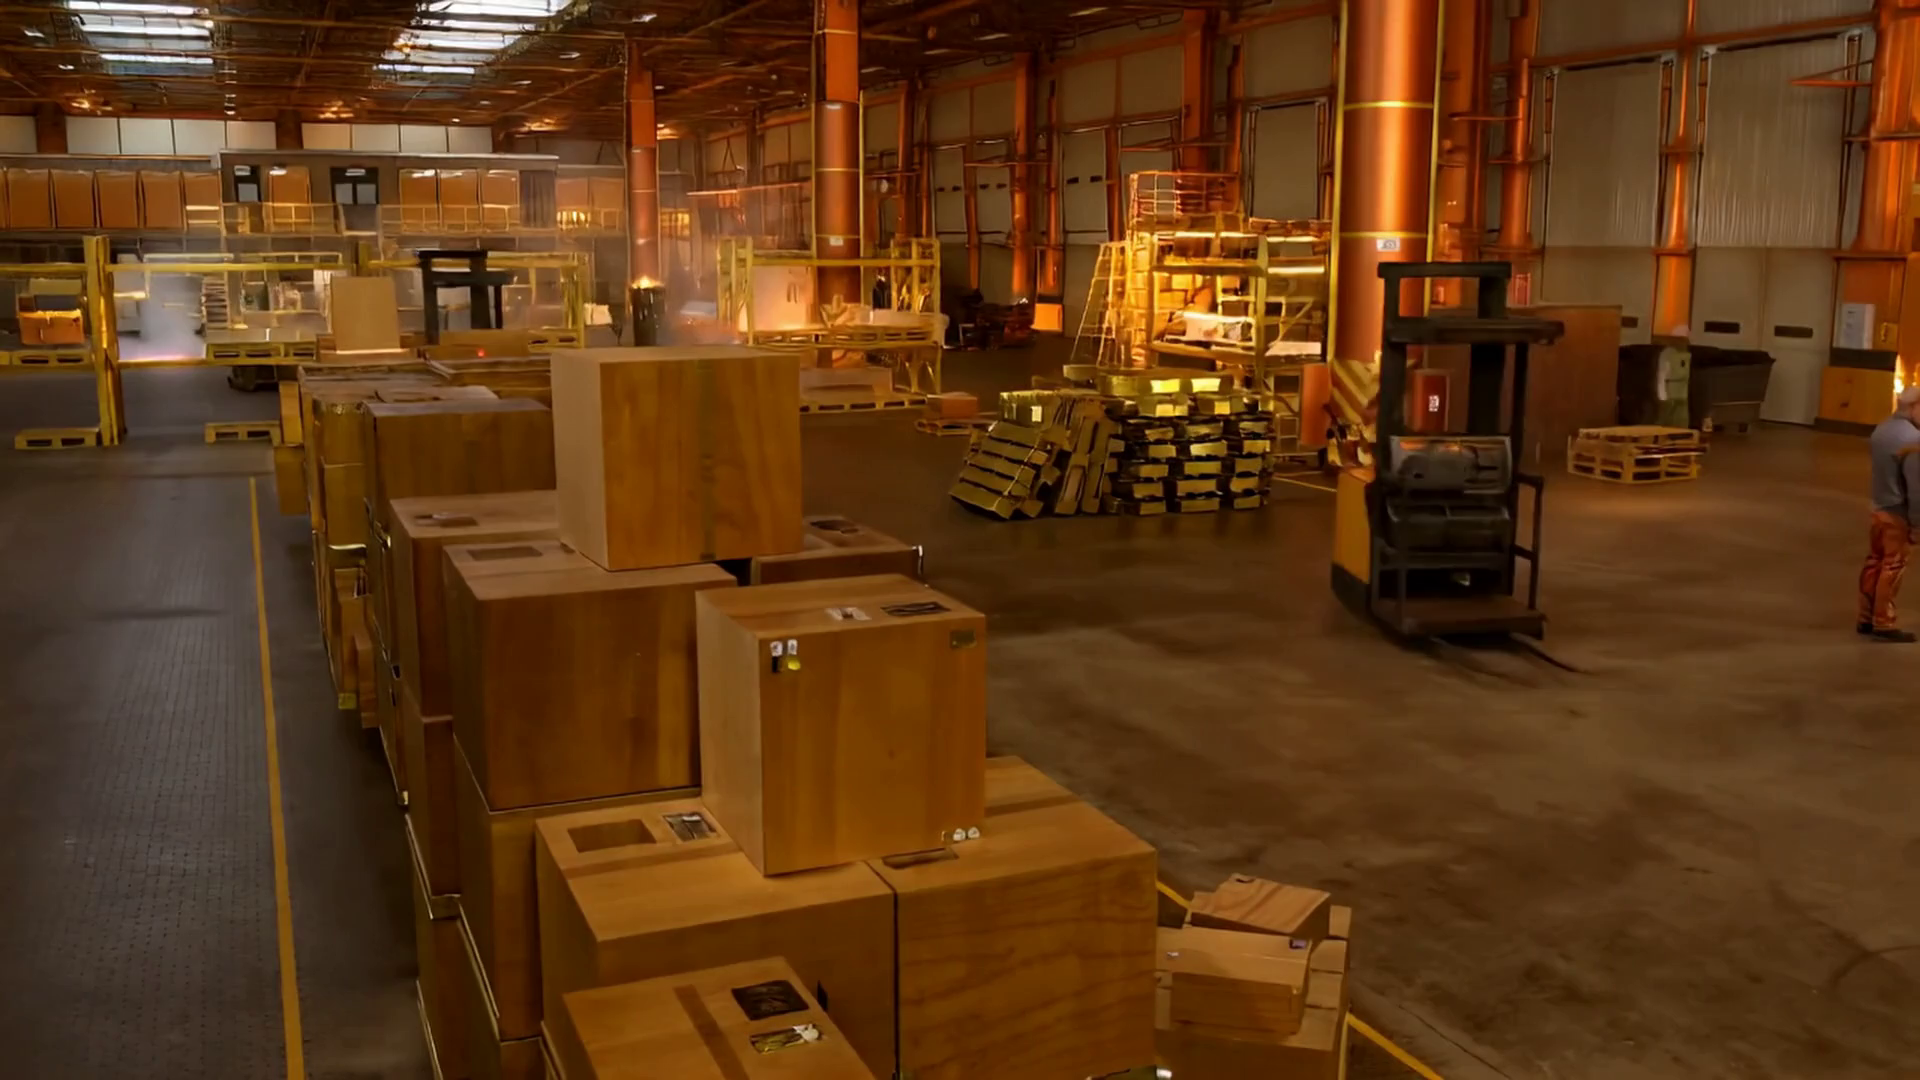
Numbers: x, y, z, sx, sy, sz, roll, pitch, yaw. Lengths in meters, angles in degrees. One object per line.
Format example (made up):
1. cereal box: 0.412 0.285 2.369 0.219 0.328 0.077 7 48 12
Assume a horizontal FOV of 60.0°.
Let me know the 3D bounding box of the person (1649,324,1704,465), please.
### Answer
1. person: 9.467 -1.922 22.067 0.610 1.875 1.052 -4 11 -20

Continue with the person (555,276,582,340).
1. person: -11.622 -6.903 49.441 0.618 1.893 0.997 8 13 36

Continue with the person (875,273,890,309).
1. person: -2.649 -8.182 56.676 0.557 1.825 0.933 0 10 2

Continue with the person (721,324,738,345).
1. person: -2.971 -1.780 21.122 0.640 1.923 0.610 -6 12 -30

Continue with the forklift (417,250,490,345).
1. forklift: -7.264 -2.786 24.042 1.129 2.768 1.873 -8 13 -37

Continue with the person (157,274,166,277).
1. person: -25.824 -7.638 53.592 0.604 1.869 1.038 10 14 43

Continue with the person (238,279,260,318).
1. person: -20.541 -6.613 48.032 0.979 1.835 0.595 5 12 28

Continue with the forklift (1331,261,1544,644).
1. forklift: 3.683 -0.762 12.888 1.129 2.768 1.873 -1 10 -4

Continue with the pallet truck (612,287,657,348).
1. pallet truck: -6.464 -4.406 35.401 0.823 1.965 1.885 6 12 32

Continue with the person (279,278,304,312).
1. person: -16.190 -5.294 40.179 0.537 2.000 0.682 2 11 13

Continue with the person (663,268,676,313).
1. person: -11.740 -10.087 67.179 0.542 1.846 0.528 2 10 9

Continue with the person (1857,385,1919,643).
1. person: 6.972 -0.190 12.376 0.387 1.928 0.636 0 10 0
